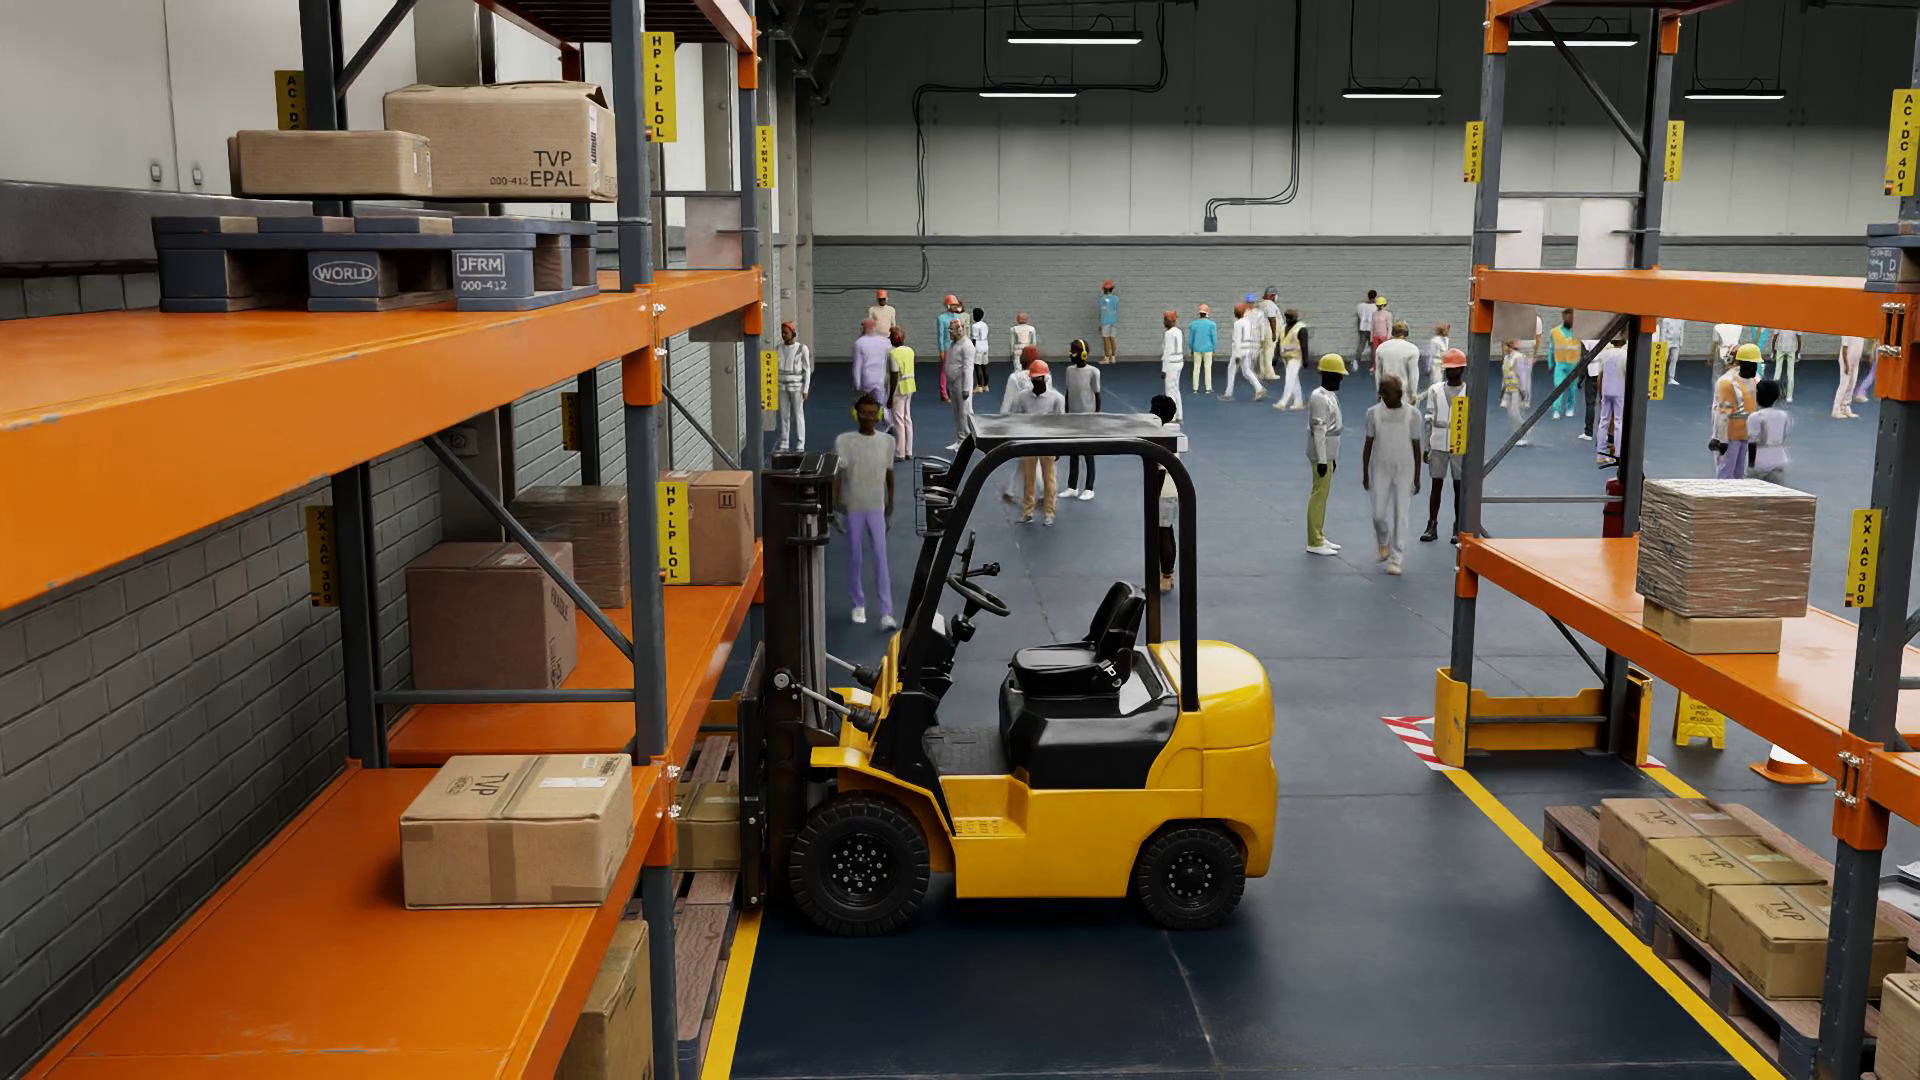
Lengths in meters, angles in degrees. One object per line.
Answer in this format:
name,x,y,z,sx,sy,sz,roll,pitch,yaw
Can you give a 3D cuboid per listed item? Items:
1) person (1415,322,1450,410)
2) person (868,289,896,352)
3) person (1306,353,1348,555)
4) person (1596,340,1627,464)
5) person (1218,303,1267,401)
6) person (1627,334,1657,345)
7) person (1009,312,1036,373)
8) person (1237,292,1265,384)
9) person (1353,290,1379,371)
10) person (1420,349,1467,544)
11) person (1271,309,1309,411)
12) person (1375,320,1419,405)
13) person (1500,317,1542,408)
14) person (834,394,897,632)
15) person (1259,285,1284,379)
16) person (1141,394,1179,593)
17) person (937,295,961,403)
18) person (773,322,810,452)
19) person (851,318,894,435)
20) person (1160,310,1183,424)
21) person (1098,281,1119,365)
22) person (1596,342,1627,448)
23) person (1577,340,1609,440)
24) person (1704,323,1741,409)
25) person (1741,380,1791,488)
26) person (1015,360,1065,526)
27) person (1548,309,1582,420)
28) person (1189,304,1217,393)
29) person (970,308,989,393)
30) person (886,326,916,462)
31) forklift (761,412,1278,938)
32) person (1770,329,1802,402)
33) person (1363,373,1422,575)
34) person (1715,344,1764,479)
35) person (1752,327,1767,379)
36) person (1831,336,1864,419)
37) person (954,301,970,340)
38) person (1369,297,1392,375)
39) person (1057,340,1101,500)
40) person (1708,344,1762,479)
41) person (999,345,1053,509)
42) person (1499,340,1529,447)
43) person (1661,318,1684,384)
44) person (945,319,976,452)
person,8.150,-2.958,28.704,0.628,1.617,0.531,8,13,39
person,-1.635,-4.262,34.932,0.621,1.992,0.397,-3,11,-17
person,3.516,-0.828,15.991,0.365,1.927,0.587,4,11,19
person,8.770,-1.911,22.252,0.345,1.847,0.506,-8,13,-39
person,5.307,-3.512,31.134,0.883,1.857,0.579,7,13,36
person,10.431,-2.600,25.746,0.606,1.967,0.367,10,14,44
person,1.203,-3.549,31.947,0.514,1.640,0.310,-1,10,-6
person,6.144,-4.293,35.306,0.614,1.927,0.763,0,10,-1
person,9.441,-4.855,38.548,0.598,1.889,0.852,8,13,37
person,4.867,-0.928,16.514,0.542,1.939,0.362,6,12,29
person,5.815,-3.185,29.460,0.924,1.801,0.639,-5,11,-25
person,5.924,-2.014,22.592,0.628,1.933,0.368,9,14,41
person,10.081,-3.392,29.957,0.684,2.000,0.538,5,11,26
person,-0.719,-0.208,12.822,0.518,1.830,0.845,-2,10,-10
person,6.815,-4.549,36.402,0.535,2.000,0.674,-2,10,-12
person,1.723,-0.396,14.225,0.315,1.696,0.540,3,11,16
person,-0.179,-3.570,31.066,0.373,1.997,0.615,9,13,40
person,-2.368,-2.096,23.174,0.585,1.882,0.343,5,11,24
person,-1.270,-2.342,24.606,0.681,1.875,0.764,-6,12,-31
person,3.464,-2.803,27.142,0.345,1.877,0.572,5,11,24
person,3.603,-5.301,40.592,0.378,2.042,0.608,10,14,43
person,9.521,-2.291,24.158,0.546,1.926,0.392,-8,13,-38
person,9.640,-2.464,25.123,0.587,1.920,0.391,0,10,0
person,13.629,-3.237,29.684,0.588,1.843,0.429,-4,11,-19
person,7.839,-0.737,16.235,0.543,1.645,0.872,-4,11,-20
person,0.826,-1.027,17.578,0.563,1.752,0.324,5,11,25
person,10.306,-2.991,28.243,0.604,1.869,0.998,4,11,22
person,4.816,-3.784,32.926,0.563,1.756,0.318,4,11,21
person,0.383,-3.753,32.951,0.321,1.690,0.535,5,11,27
person,-0.807,-1.980,22.639,0.383,1.842,0.570,5,11,24
forklift,0.291,0.548,7.580,2.313,2.155,1.214,0,10,-2
person,15.491,-3.521,31.190,0.507,1.863,0.327,5,11,26
person,3.911,-0.607,15.040,0.527,1.826,0.463,4,11,19
person,8.225,-1.103,17.522,0.594,1.924,0.382,-6,12,-30
person,16.602,-4.123,34.613,0.350,1.835,0.520,5,11,27
person,15.062,-2.959,28.126,0.520,1.833,0.372,-6,12,-28
person,-0.013,-4.684,38.314,0.503,1.626,0.285,-2,10,-10
person,9.397,-4.551,37.205,0.334,1.760,0.527,-9,14,-41
person,1.402,-1.393,19.319,0.519,1.865,0.335,9,14,42
person,8.237,-1.139,17.783,0.652,1.906,0.402,-6,12,-29
person,0.768,-1.276,18.780,0.681,1.832,1.005,-6,12,-32
person,8.137,-2.187,24.429,0.398,1.607,0.554,-1,10,-5
person,14.898,-4.103,34.797,0.496,1.731,0.383,-2,10,-12
person,-0.025,-2.200,23.729,0.396,1.898,0.642,-4,11,-23
